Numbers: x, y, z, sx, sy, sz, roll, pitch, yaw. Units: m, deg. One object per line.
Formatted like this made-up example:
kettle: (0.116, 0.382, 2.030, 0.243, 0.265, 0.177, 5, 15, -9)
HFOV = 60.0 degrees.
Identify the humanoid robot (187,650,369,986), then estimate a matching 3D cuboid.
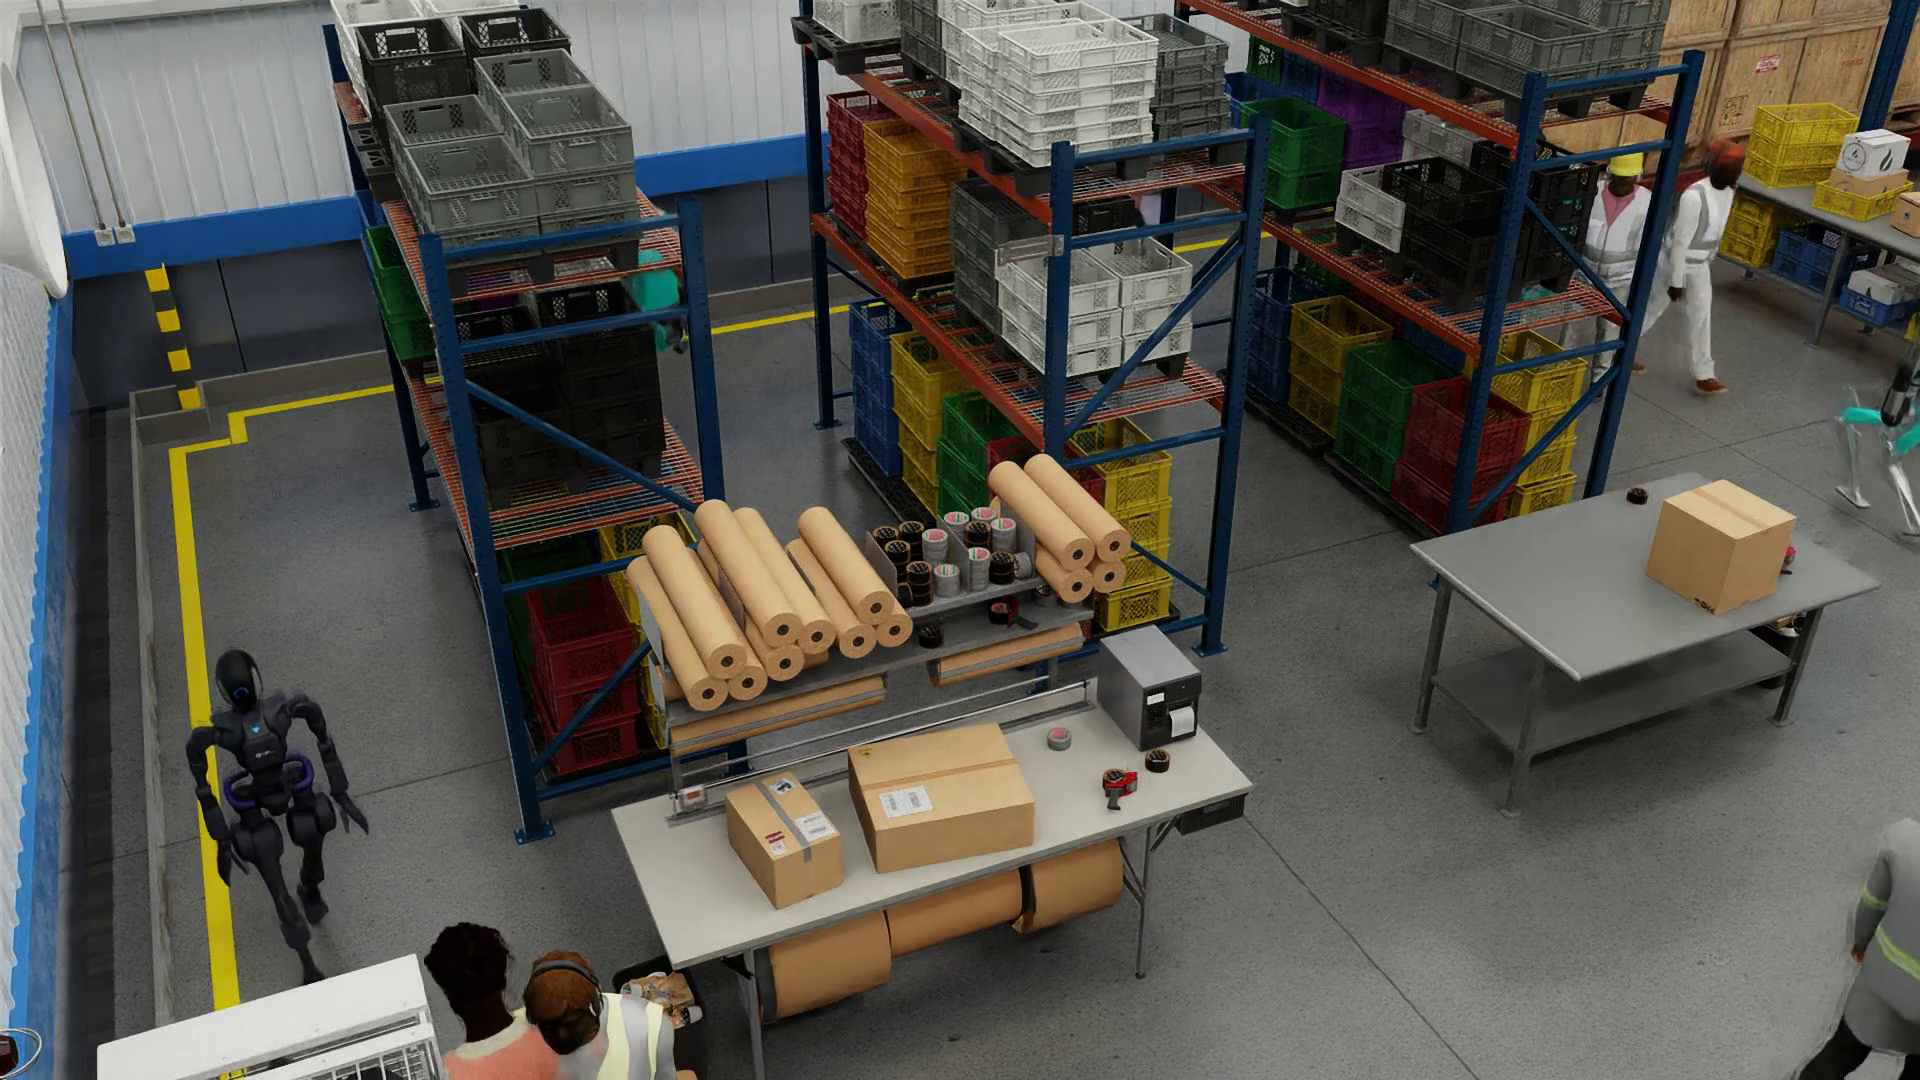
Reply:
humanoid robot: (-2.801, 1.116, 6.870, 0.600, 1.632, 0.789, -19, 36, -27)

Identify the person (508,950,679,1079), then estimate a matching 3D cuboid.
person: (-1.154, 1.999, 5.223, 0.621, 1.845, 0.430, -8, 33, -13)

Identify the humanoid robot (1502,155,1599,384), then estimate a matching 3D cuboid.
humanoid robot: (3.957, -1.870, 11.582, 0.539, 1.782, 0.658, -5, 32, -9)

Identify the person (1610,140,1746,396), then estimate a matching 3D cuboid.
person: (5.080, -1.901, 11.556, 0.608, 1.830, 0.998, -19, 36, -27)

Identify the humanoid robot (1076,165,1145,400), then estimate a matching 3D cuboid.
humanoid robot: (0.980, -1.751, 11.485, 0.600, 1.638, 0.544, -3, 32, -6)

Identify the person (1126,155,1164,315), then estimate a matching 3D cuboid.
person: (1.334, -2.389, 12.183, 0.437, 2.030, 0.618, 16, 35, 25)

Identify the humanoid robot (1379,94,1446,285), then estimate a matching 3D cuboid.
humanoid robot: (3.429, -2.648, 12.748, 0.533, 1.673, 0.735, 6, 32, 10)

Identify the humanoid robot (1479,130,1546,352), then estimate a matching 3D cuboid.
humanoid robot: (4.028, -2.201, 12.188, 0.315, 1.657, 0.599, 5, 32, 9)

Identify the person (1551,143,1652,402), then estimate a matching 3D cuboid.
person: (4.421, -1.842, 11.471, 0.599, 1.829, 0.404, 16, 35, 24)

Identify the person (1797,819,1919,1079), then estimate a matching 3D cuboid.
person: (3.347, 1.603, 5.888, 0.832, 1.821, 0.589, -18, 36, -27)

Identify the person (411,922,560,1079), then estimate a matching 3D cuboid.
person: (-1.446, 1.912, 5.266, 0.621, 1.936, 0.796, -21, 37, -30)

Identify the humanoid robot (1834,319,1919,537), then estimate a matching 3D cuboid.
humanoid robot: (5.664, -0.843, 9.931, 0.538, 1.729, 1.003, -6, 32, -10)

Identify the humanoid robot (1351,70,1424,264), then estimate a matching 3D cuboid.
humanoid robot: (3.405, -3.134, 13.627, 0.536, 1.761, 0.688, -1, 32, -2)

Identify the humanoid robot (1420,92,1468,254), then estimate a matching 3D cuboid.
humanoid robot: (3.968, -3.052, 13.580, 0.354, 1.650, 0.610, 20, 37, 29)

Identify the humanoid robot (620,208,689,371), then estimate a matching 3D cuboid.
humanoid robot: (-2.057, -1.354, 10.756, 0.536, 1.735, 0.977, -27, 41, -36)
